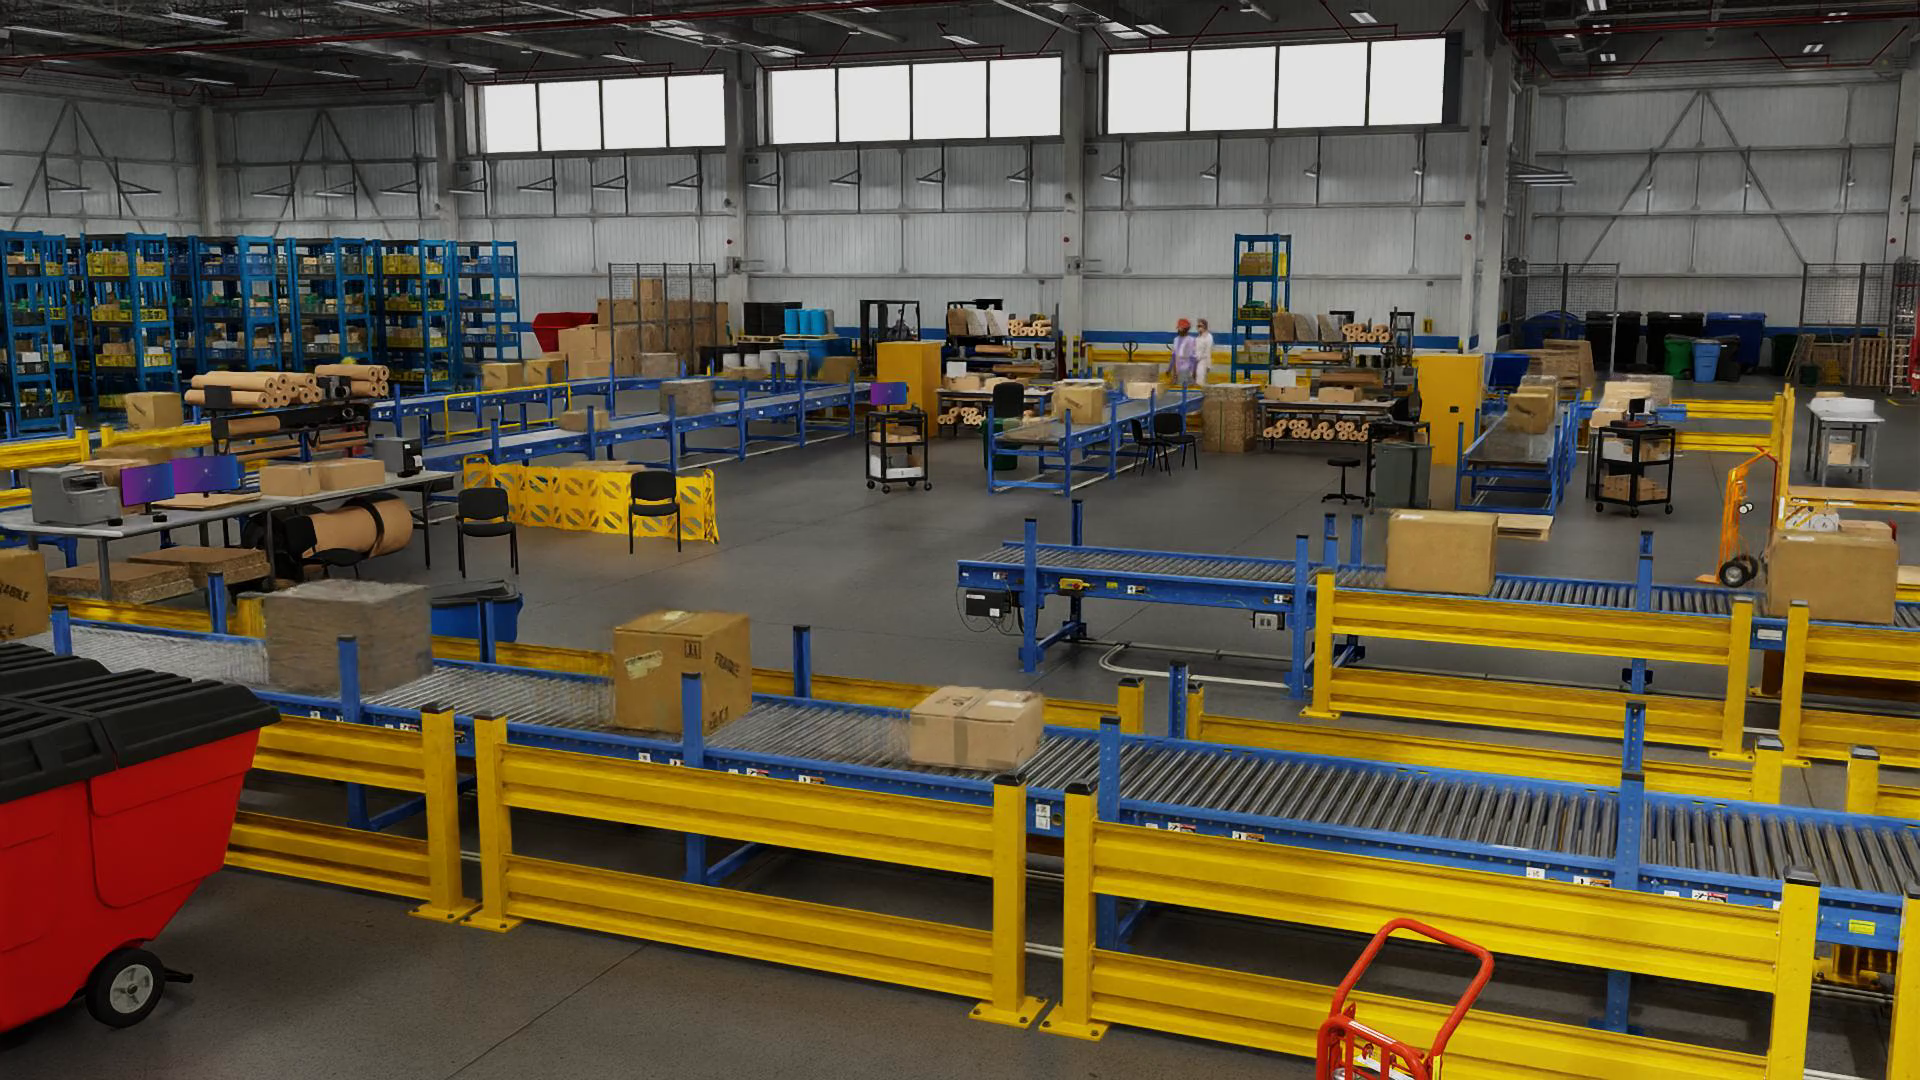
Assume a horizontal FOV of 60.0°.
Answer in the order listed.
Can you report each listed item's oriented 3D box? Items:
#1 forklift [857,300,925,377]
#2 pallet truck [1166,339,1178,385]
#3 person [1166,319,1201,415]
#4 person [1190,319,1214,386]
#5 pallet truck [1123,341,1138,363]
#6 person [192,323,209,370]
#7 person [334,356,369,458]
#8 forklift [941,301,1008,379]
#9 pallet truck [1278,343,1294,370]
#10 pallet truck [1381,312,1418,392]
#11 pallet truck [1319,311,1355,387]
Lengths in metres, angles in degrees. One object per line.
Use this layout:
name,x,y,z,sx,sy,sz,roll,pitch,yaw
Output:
forklift,-1.732,-5.109,42.468,1.157,1.987,2.680,4,10,22
pallet truck,5.418,-4.269,40.420,0.704,1.261,1.522,3,10,20
person,4.472,-3.423,33.213,1.068,1.994,0.614,-5,11,-27
person,5.193,-3.780,35.633,0.441,1.890,0.669,-2,10,-12
pallet truck,4.445,-4.380,41.279,0.680,1.201,1.601,4,10,22
person,-17.882,-4.319,39.094,0.560,1.837,0.389,-3,10,-20
person,-8.596,-1.724,23.567,0.532,1.765,0.330,3,10,20
forklift,0.365,-4.966,41.571,1.157,1.987,2.680,3,10,20
pallet truck,7.886,-4.163,39.743,0.653,1.274,1.630,4,10,22
pallet truck,10.207,-4.283,38.369,0.823,1.965,1.885,3,10,20
pallet truck,9.071,-4.419,39.190,0.823,1.965,1.885,5,10,26
